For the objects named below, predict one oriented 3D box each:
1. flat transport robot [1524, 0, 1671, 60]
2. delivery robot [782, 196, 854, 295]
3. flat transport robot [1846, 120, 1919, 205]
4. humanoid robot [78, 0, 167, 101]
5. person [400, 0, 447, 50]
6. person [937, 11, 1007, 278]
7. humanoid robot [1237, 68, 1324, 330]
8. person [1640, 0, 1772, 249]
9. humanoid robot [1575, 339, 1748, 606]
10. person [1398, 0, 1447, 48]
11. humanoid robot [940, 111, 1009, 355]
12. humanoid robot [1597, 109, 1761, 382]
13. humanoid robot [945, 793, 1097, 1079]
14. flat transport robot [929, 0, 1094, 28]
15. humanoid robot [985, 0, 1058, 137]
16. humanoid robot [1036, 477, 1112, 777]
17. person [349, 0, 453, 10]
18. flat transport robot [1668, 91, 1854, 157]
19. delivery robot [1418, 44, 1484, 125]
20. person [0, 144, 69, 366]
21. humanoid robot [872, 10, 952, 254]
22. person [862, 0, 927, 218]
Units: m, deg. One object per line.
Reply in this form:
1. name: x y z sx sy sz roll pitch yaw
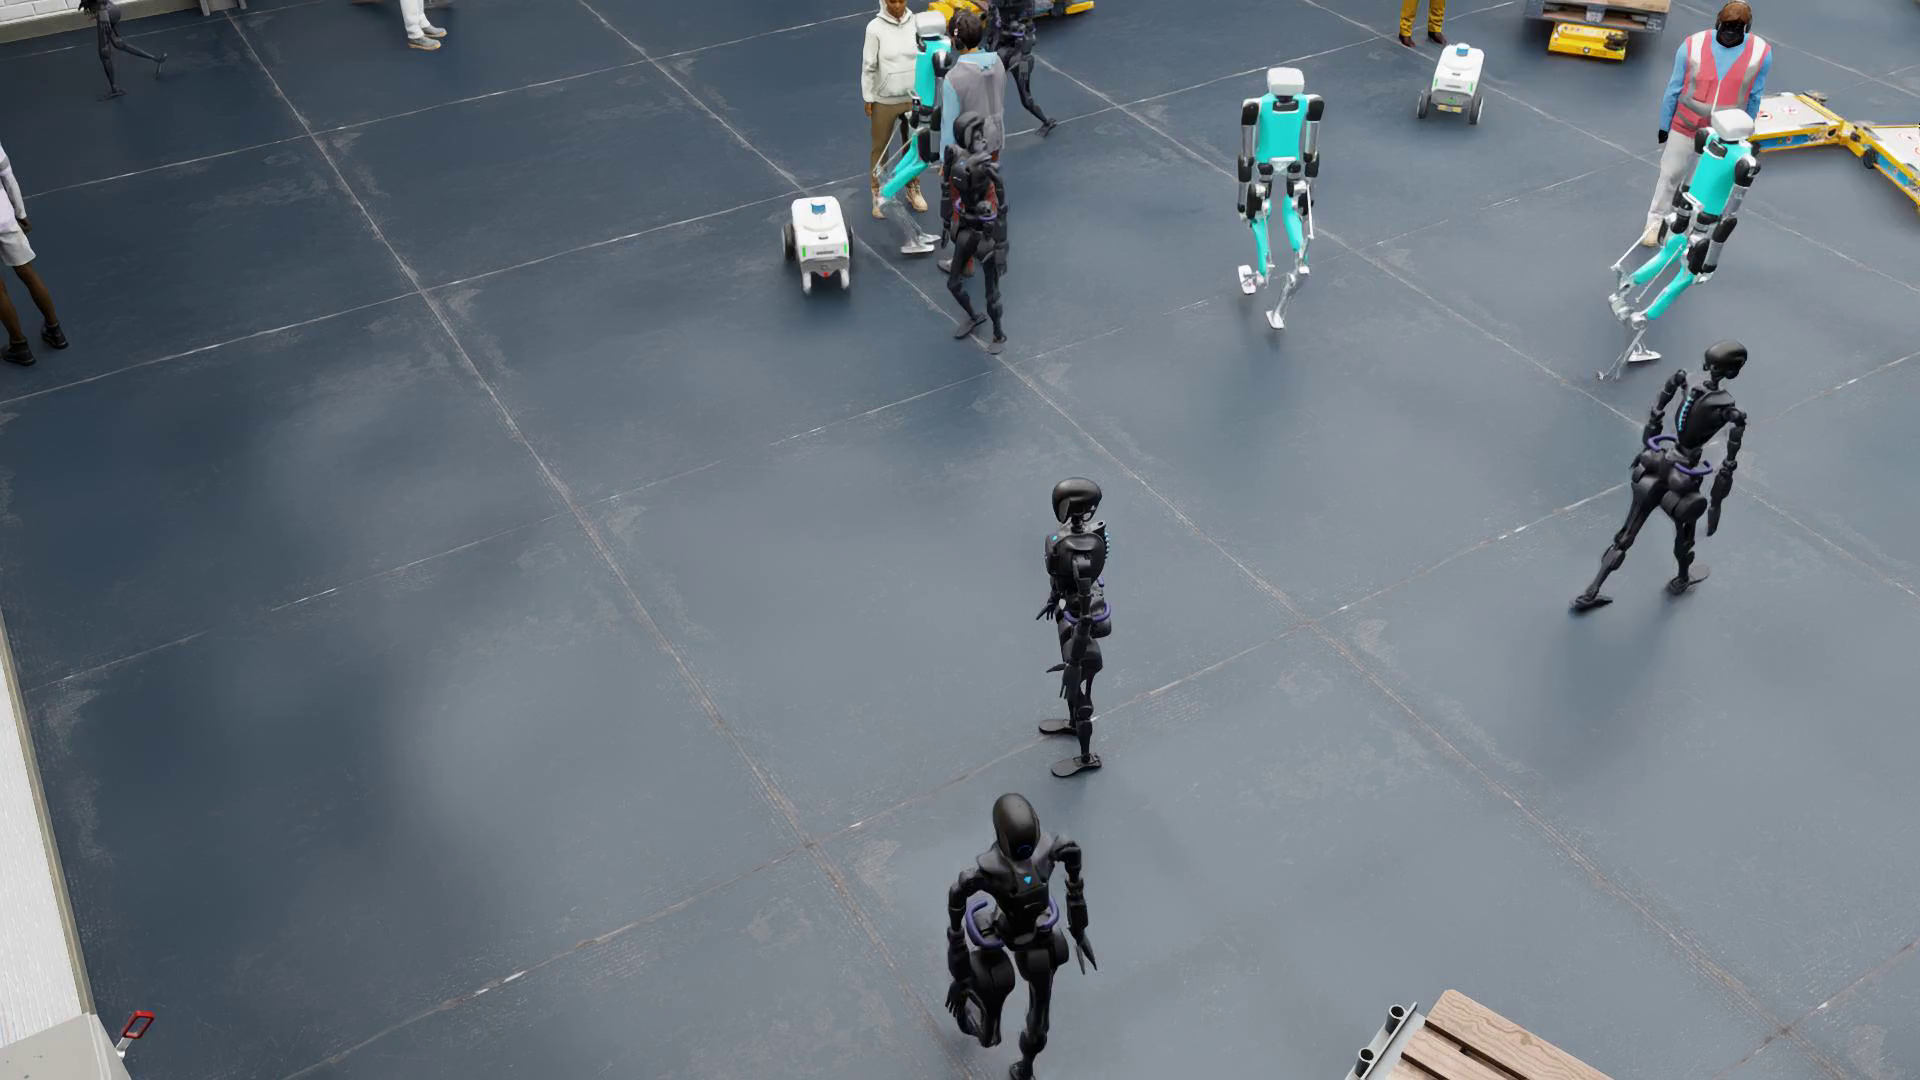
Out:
1. flat transport robot: 5.851 -4.814 15.366 0.659 0.231 1.431 13 40 16
2. delivery robot: -0.988 -2.124 11.753 0.499 0.610 0.814 -6 39 -8
3. flat transport robot: 7.542 -2.875 12.919 0.659 0.231 1.431 -3 38 -4
4. humanoid robot: -7.144 -4.552 13.925 0.710 1.634 0.597 -28 46 -31
5. person: -4.898 -5.311 14.692 0.337 1.883 0.582 -1 38 -2
6. person: 0.087 -2.677 11.382 0.422 1.869 0.545 31 48 33
7. humanoid robot: 2.083 -2.148 10.821 0.548 1.733 1.011 -3 38 -4
8. person: 5.231 -2.894 11.690 0.628 1.835 0.431 13 40 16
9. humanoid robot: 3.703 -0.339 8.633 0.819 1.633 0.603 -16 41 -19
10. person: 4.238 -5.252 14.731 0.527 1.750 0.343 -9 39 -12
11. humanoid robot: 0.121 -1.977 10.655 0.589 1.644 0.361 31 48 33
12. humanoid robot: 4.366 -1.754 10.408 0.755 1.897 0.543 -9 39 -11
13. humanoid robot: 0.195 1.491 6.290 0.609 1.641 0.533 -16 41 -19
14. flat transport robot: 0.486 -5.087 15.711 1.431 0.231 0.659 -17 42 -21
15. humanoid robot: 0.444 -3.898 13.125 0.744 1.656 0.584 -24 44 -27
16. humanoid robot: 0.523 0.397 7.646 0.315 1.657 0.599 -4 39 -5
17. person: -5.304 -5.785 15.377 0.960 1.781 0.552 -7 39 -9
18. flat transport robot: 6.541 -3.370 13.544 1.431 0.231 0.659 -9 39 -11
19. delivery robot: 4.151 -3.842 13.905 0.499 0.589 0.784 13 40 15
20. person: -6.177 -2.012 10.491 0.375 1.932 0.550 23 44 27
21. humanoid robot: -0.401 -2.773 11.581 0.716 1.760 0.538 -10 40 -13
22. person: -0.466 -3.233 12.164 0.531 1.767 0.364 -13 40 -15
